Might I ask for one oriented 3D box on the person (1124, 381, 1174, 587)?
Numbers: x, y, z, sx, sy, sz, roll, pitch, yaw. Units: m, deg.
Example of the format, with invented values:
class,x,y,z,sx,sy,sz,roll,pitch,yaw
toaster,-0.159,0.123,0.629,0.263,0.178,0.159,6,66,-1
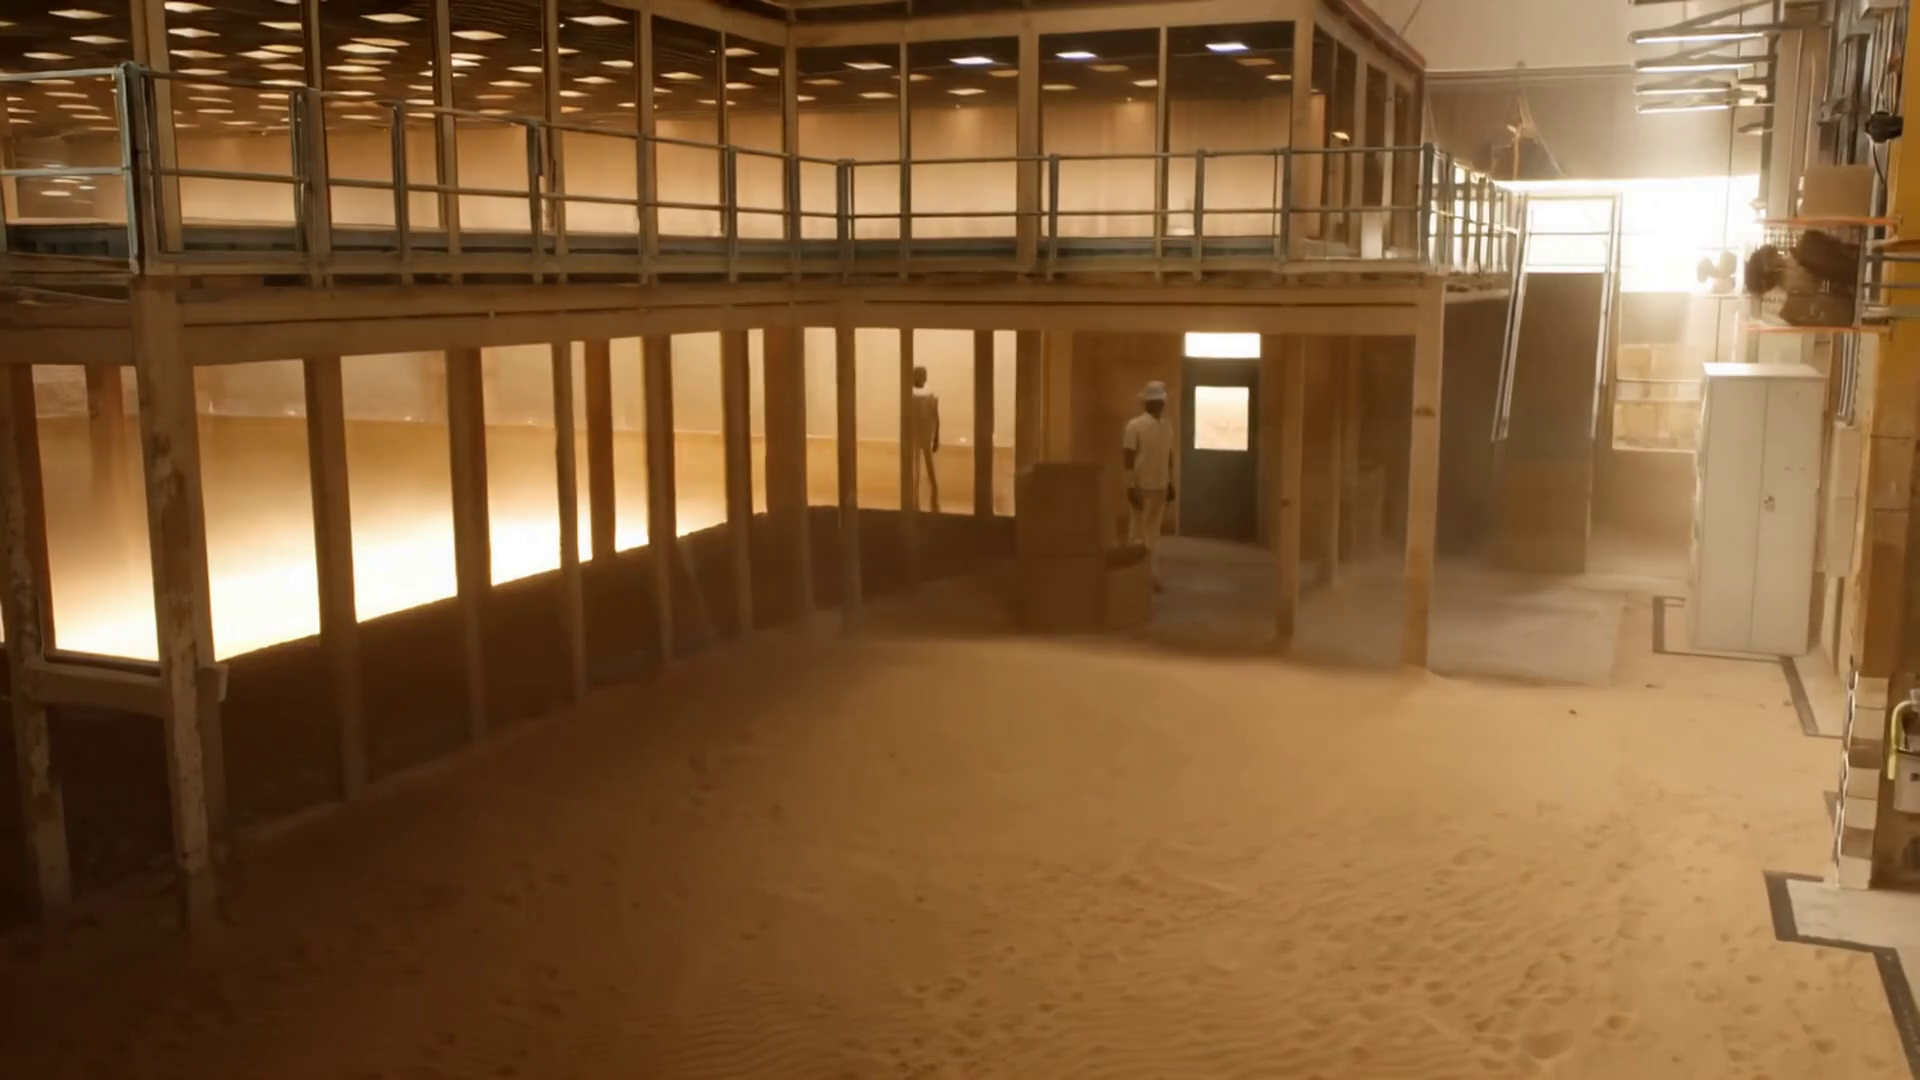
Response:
class,x,y,z,sx,sy,sz,roll,pitch,yaw
person,1.850,-0.549,16.177,0.608,1.995,0.377,-8,12,-40
